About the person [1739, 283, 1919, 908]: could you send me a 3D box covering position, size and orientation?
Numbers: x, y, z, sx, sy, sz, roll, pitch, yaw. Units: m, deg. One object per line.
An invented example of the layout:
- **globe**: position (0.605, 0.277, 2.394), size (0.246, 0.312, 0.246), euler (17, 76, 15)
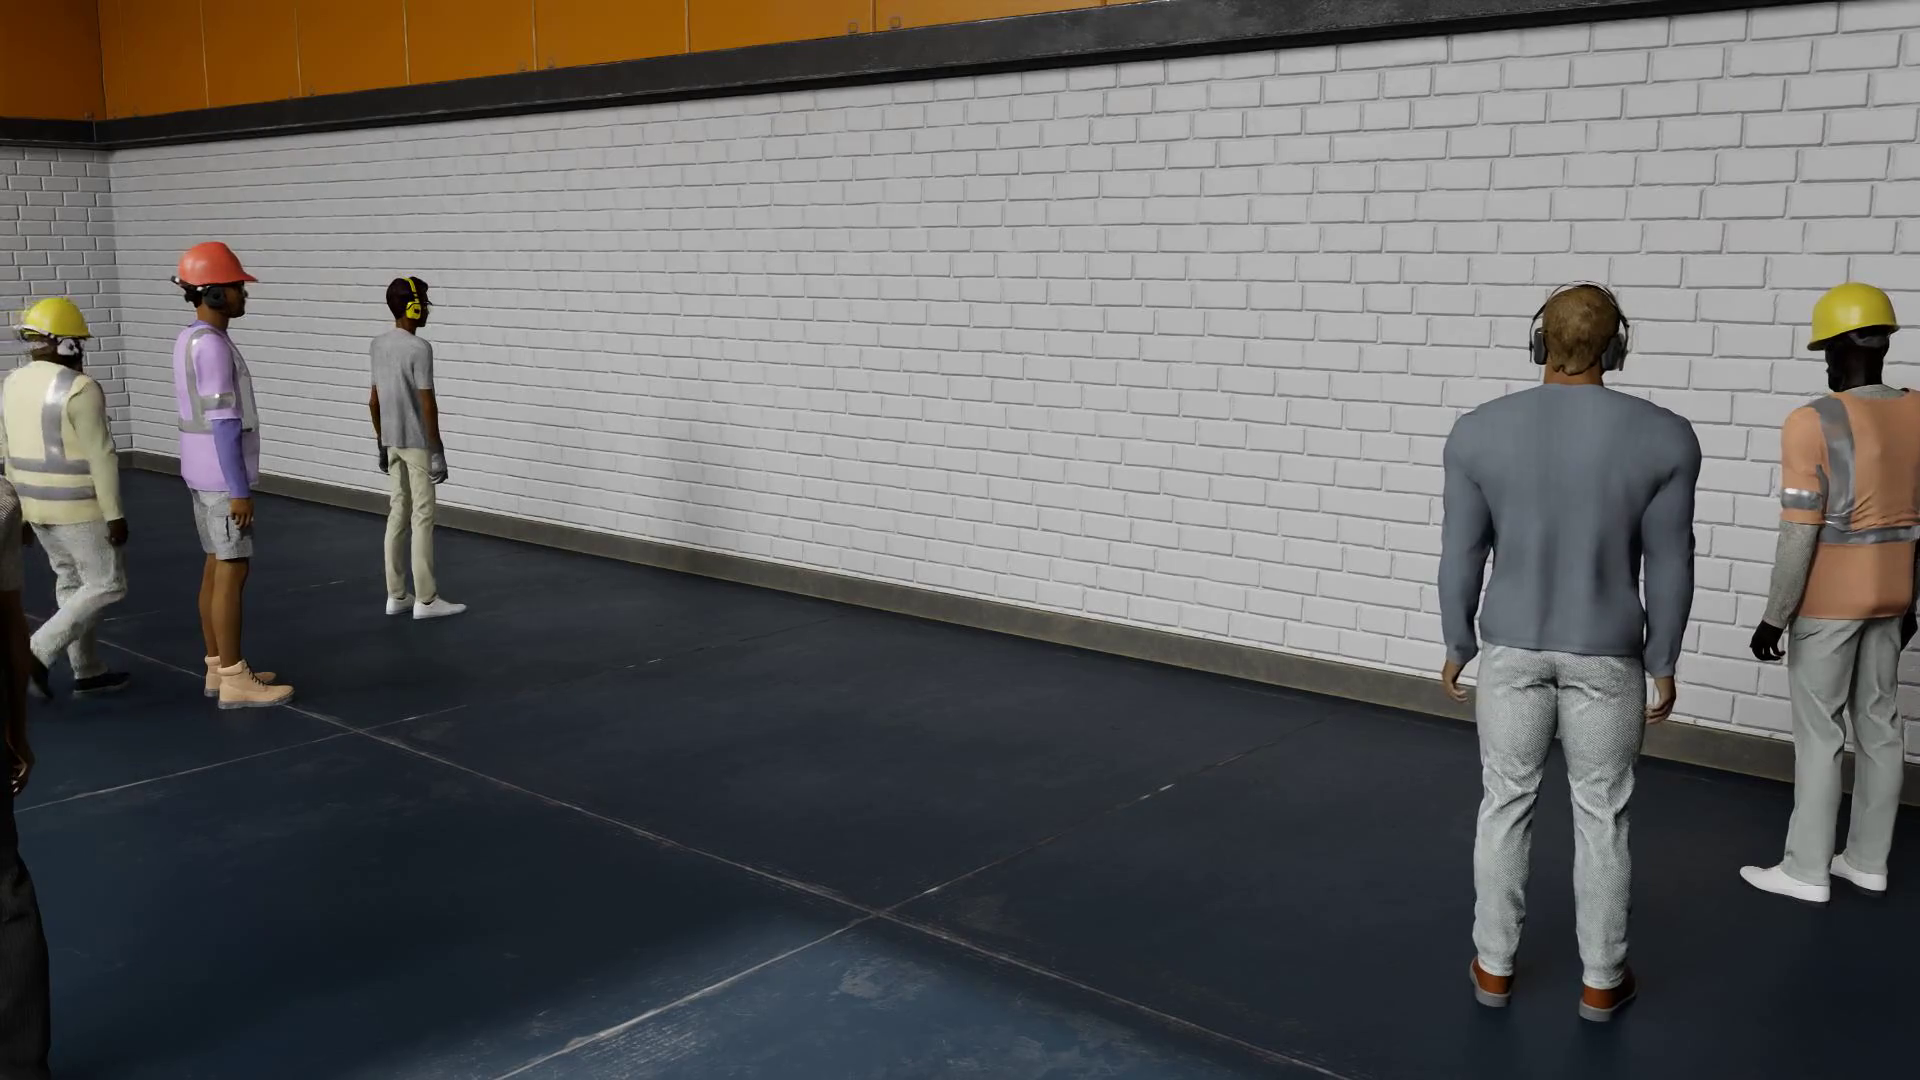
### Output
- **person**: position (2.713, 0.176, 5.130), size (0.585, 1.917, 0.382), euler (-3, 10, -17)

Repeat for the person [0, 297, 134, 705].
- **person**: position (-3.943, -0.151, 7.274), size (0.601, 1.806, 0.612), euler (5, 11, 26)

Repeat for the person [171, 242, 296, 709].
- **person**: position (-3.236, -0.280, 7.356), size (0.369, 2.048, 0.607), euler (-7, 12, -33)

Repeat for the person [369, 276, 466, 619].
- **person**: position (-3.013, -0.504, 9.139), size (0.534, 1.868, 0.309), euler (7, 12, 34)

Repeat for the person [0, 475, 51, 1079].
- **person**: position (-2.301, 0.467, 3.678), size (0.345, 1.846, 0.508), euler (5, 11, 26)

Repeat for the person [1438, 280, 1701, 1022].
- **person**: position (1.575, 0.297, 4.378), size (0.629, 1.940, 0.379), euler (5, 11, 25)
